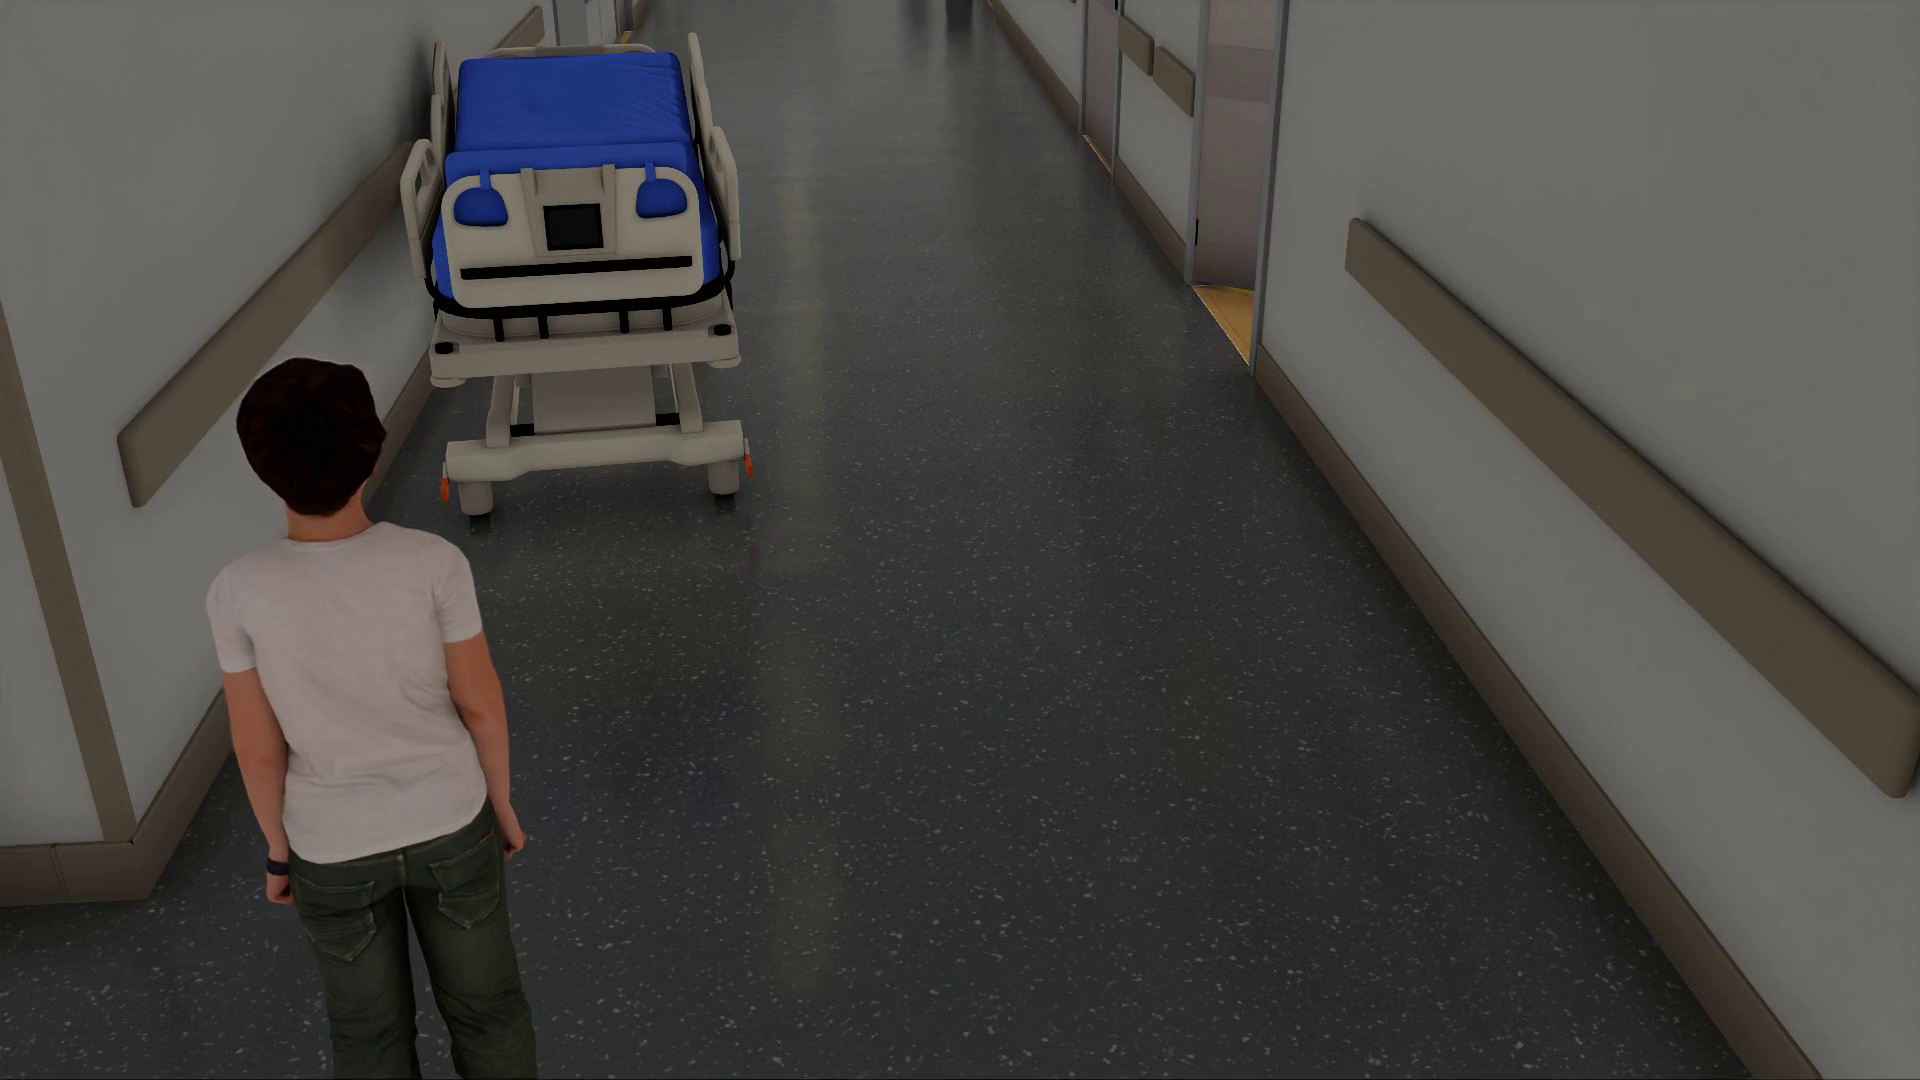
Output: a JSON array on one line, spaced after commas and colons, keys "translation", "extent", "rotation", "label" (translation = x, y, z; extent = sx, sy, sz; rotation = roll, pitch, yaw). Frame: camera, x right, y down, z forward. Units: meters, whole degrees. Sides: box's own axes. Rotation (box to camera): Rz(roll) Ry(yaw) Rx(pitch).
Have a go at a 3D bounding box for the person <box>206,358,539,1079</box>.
[{"translation": [-0.933, 0.494, 2.733], "extent": [0.547, 1.654, 0.687], "rotation": [-8, 27, -17], "label": "person"}]
